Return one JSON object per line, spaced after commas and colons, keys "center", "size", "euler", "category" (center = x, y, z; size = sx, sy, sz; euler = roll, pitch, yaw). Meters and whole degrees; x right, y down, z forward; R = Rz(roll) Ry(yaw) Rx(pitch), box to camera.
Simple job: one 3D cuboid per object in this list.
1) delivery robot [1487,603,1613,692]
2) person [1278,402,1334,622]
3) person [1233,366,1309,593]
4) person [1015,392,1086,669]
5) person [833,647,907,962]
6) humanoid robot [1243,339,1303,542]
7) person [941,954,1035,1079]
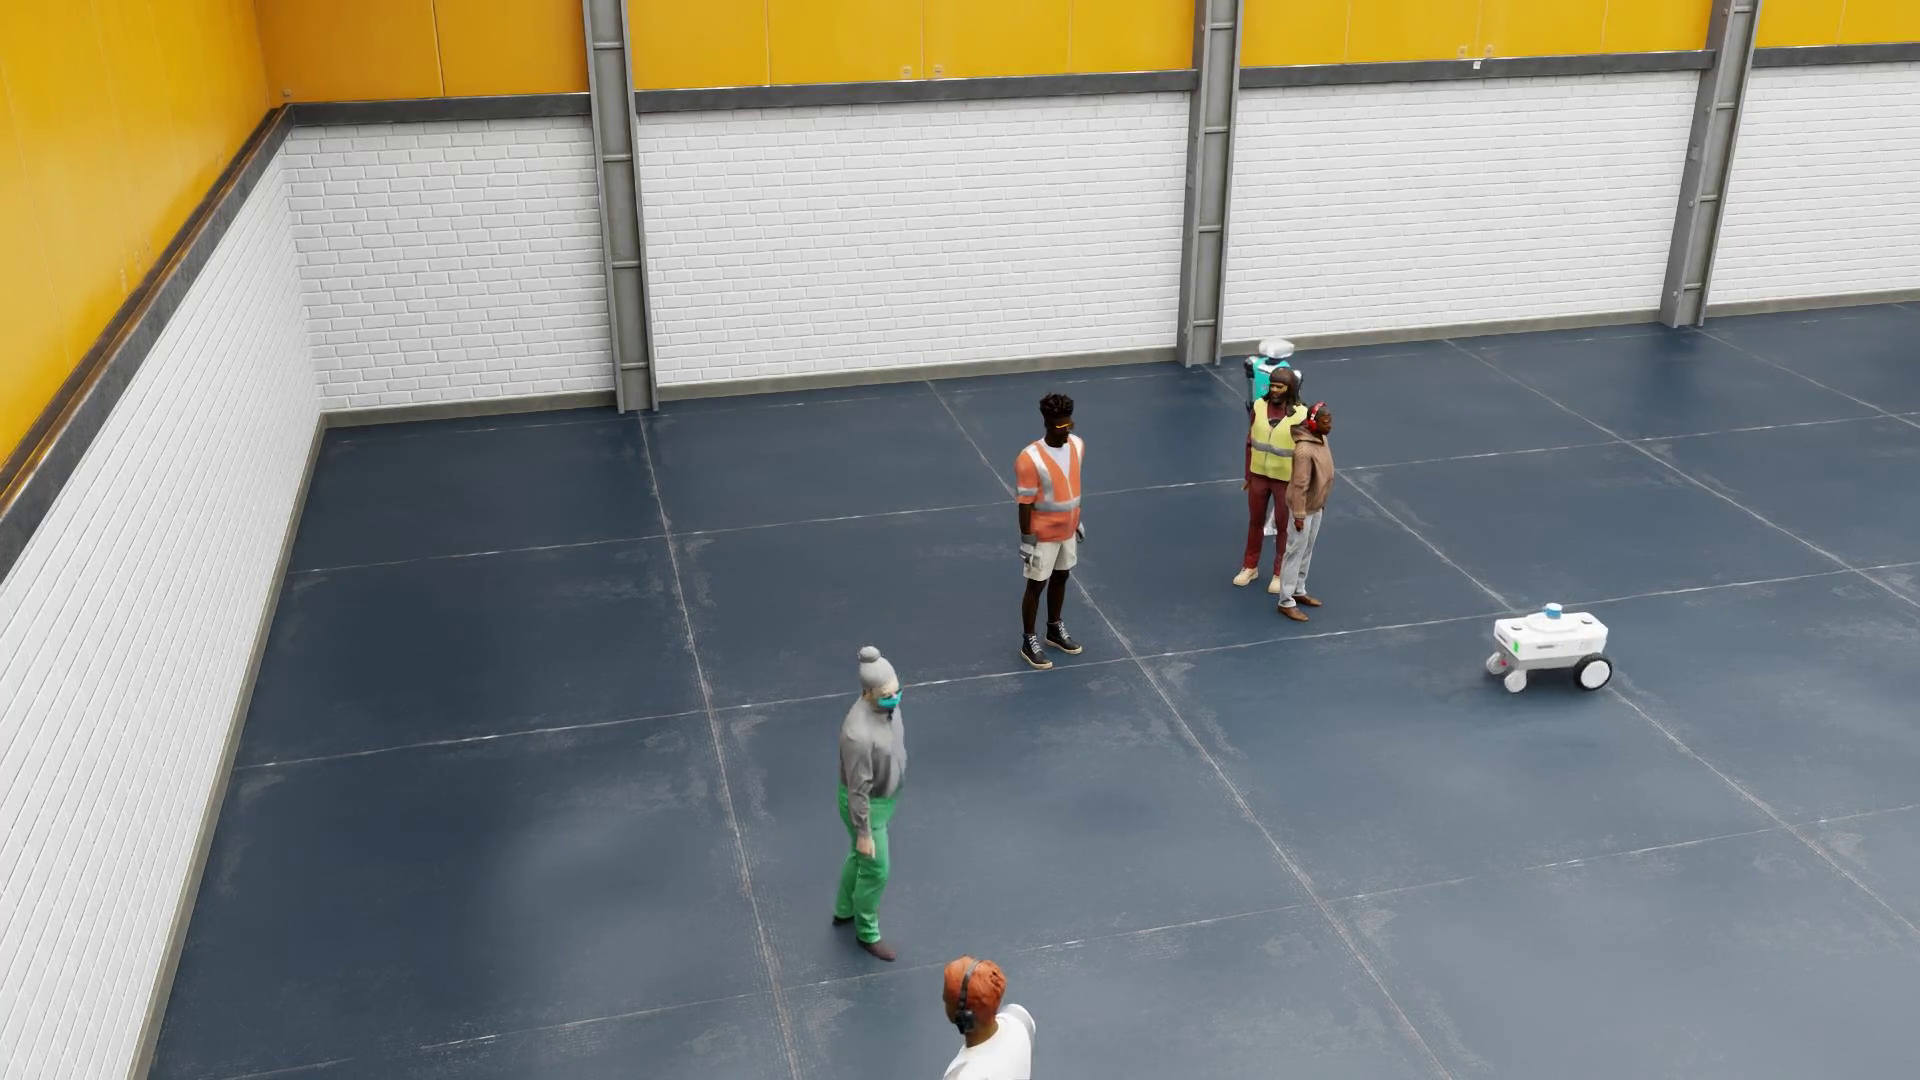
{"center": [4.044, 0.724, 11.372], "size": [0.794, 0.603, 0.499], "euler": [-4, 24, -9], "category": "delivery robot"}
{"center": [2.526, -0.230, 12.160], "size": [0.310, 1.650, 0.471], "euler": [14, 27, 29], "category": "person"}
{"center": [2.373, -0.466, 12.558], "size": [0.466, 1.768, 0.376], "euler": [14, 27, 29], "category": "person"}
{"center": [0.638, -0.081, 11.439], "size": [0.614, 1.963, 0.361], "euler": [-22, 32, -40], "category": "person"}
{"center": [-0.484, 1.307, 8.489], "size": [0.492, 1.820, 0.614], "euler": [6, 25, 14], "category": "person"}
{"center": [2.616, -0.798, 13.365], "size": [0.756, 1.781, 0.536], "euler": [-21, 31, -39], "category": "humanoid robot"}
{"center": [0.079, 2.326, 6.092], "size": [0.345, 1.878, 0.566], "euler": [12, 26, 25], "category": "person"}
